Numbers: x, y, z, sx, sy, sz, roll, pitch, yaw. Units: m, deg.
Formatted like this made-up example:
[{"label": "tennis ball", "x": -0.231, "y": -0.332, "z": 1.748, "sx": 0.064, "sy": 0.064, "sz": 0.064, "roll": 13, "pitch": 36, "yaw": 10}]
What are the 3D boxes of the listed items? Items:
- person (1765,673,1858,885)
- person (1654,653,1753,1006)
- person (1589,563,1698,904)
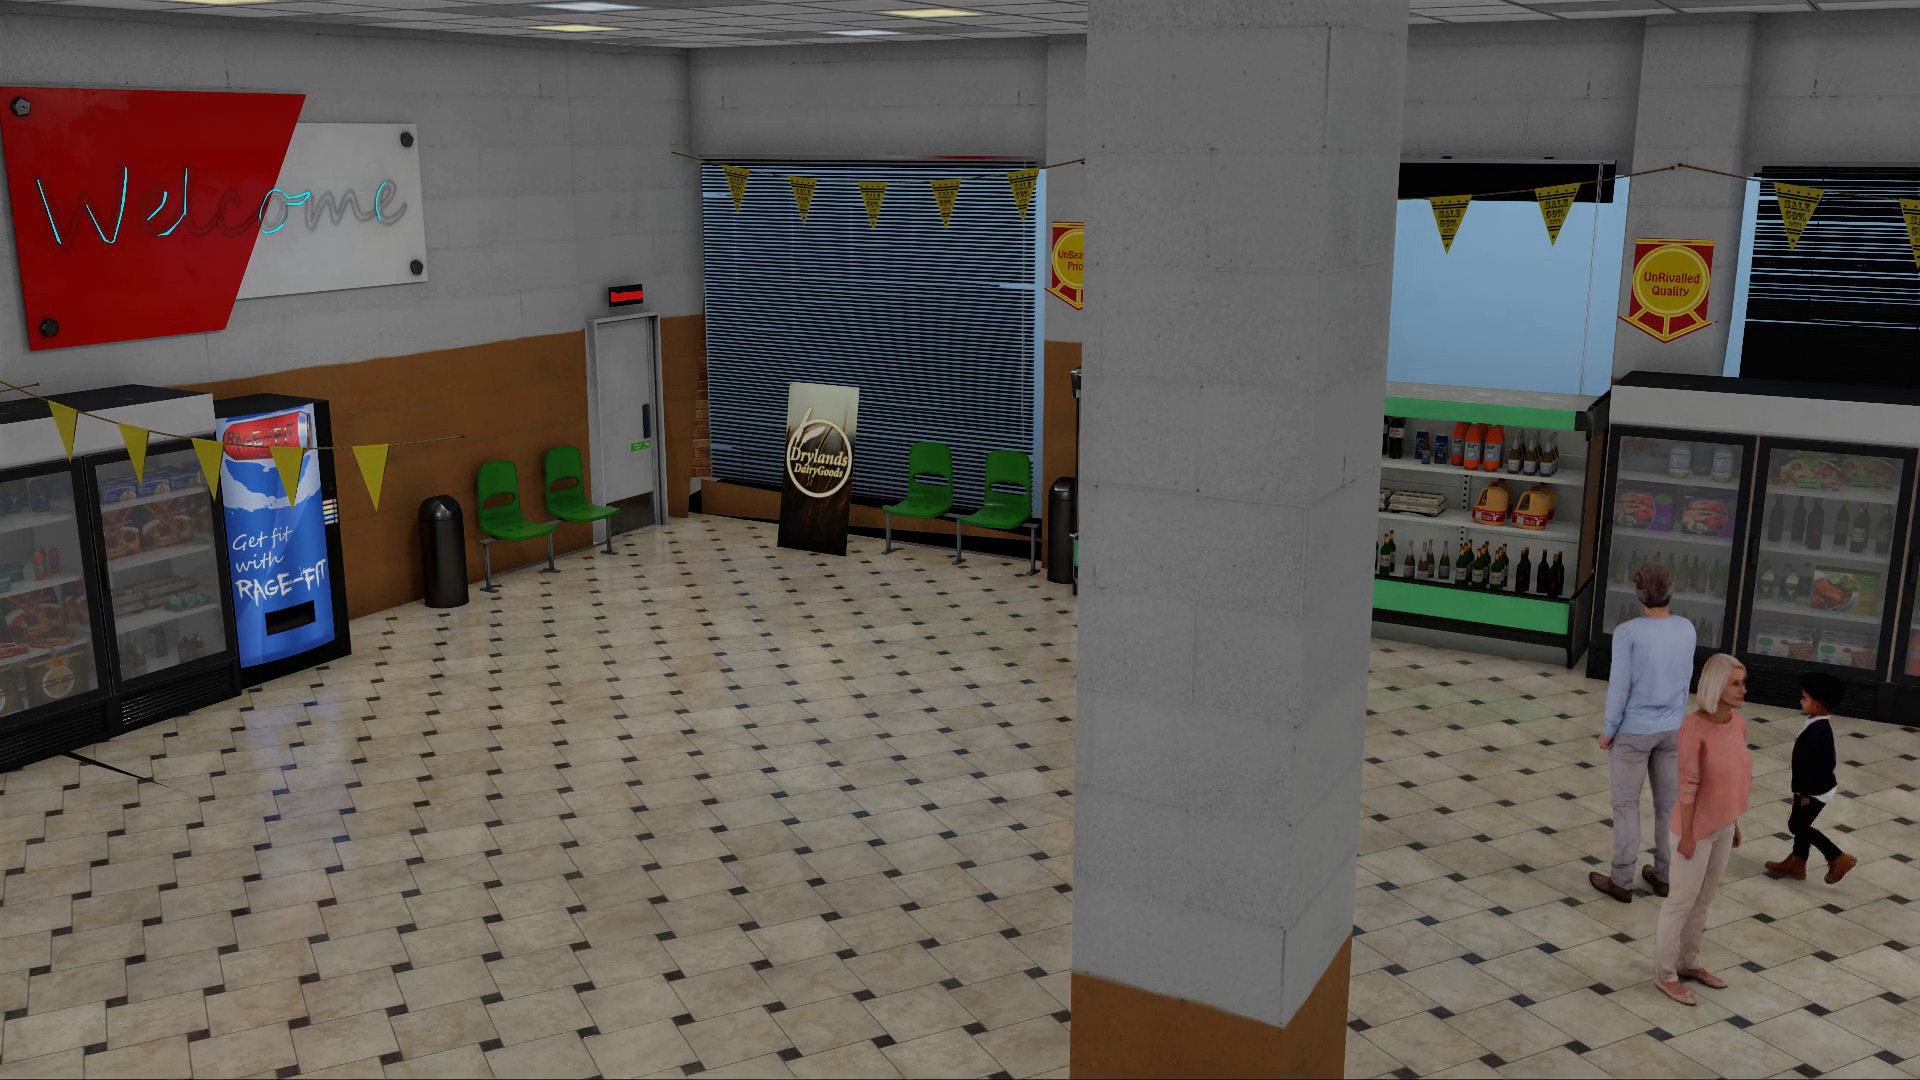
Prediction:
[{"label": "person", "x": 4.802, "y": 1.349, "z": 9.261, "sx": 0.719, "sy": 1.215, "sz": 0.570, "roll": 9, "pitch": 16, "yaw": 34}, {"label": "person", "x": 3.610, "y": 1.373, "z": 8.078, "sx": 0.679, "sy": 1.724, "sz": 0.669, "roll": -9, "pitch": 16, "yaw": -33}, {"label": "person", "x": 3.756, "y": 1.047, "z": 9.073, "sx": 0.731, "sy": 1.889, "sz": 0.815, "roll": -2, "pitch": 14, "yaw": -8}]
